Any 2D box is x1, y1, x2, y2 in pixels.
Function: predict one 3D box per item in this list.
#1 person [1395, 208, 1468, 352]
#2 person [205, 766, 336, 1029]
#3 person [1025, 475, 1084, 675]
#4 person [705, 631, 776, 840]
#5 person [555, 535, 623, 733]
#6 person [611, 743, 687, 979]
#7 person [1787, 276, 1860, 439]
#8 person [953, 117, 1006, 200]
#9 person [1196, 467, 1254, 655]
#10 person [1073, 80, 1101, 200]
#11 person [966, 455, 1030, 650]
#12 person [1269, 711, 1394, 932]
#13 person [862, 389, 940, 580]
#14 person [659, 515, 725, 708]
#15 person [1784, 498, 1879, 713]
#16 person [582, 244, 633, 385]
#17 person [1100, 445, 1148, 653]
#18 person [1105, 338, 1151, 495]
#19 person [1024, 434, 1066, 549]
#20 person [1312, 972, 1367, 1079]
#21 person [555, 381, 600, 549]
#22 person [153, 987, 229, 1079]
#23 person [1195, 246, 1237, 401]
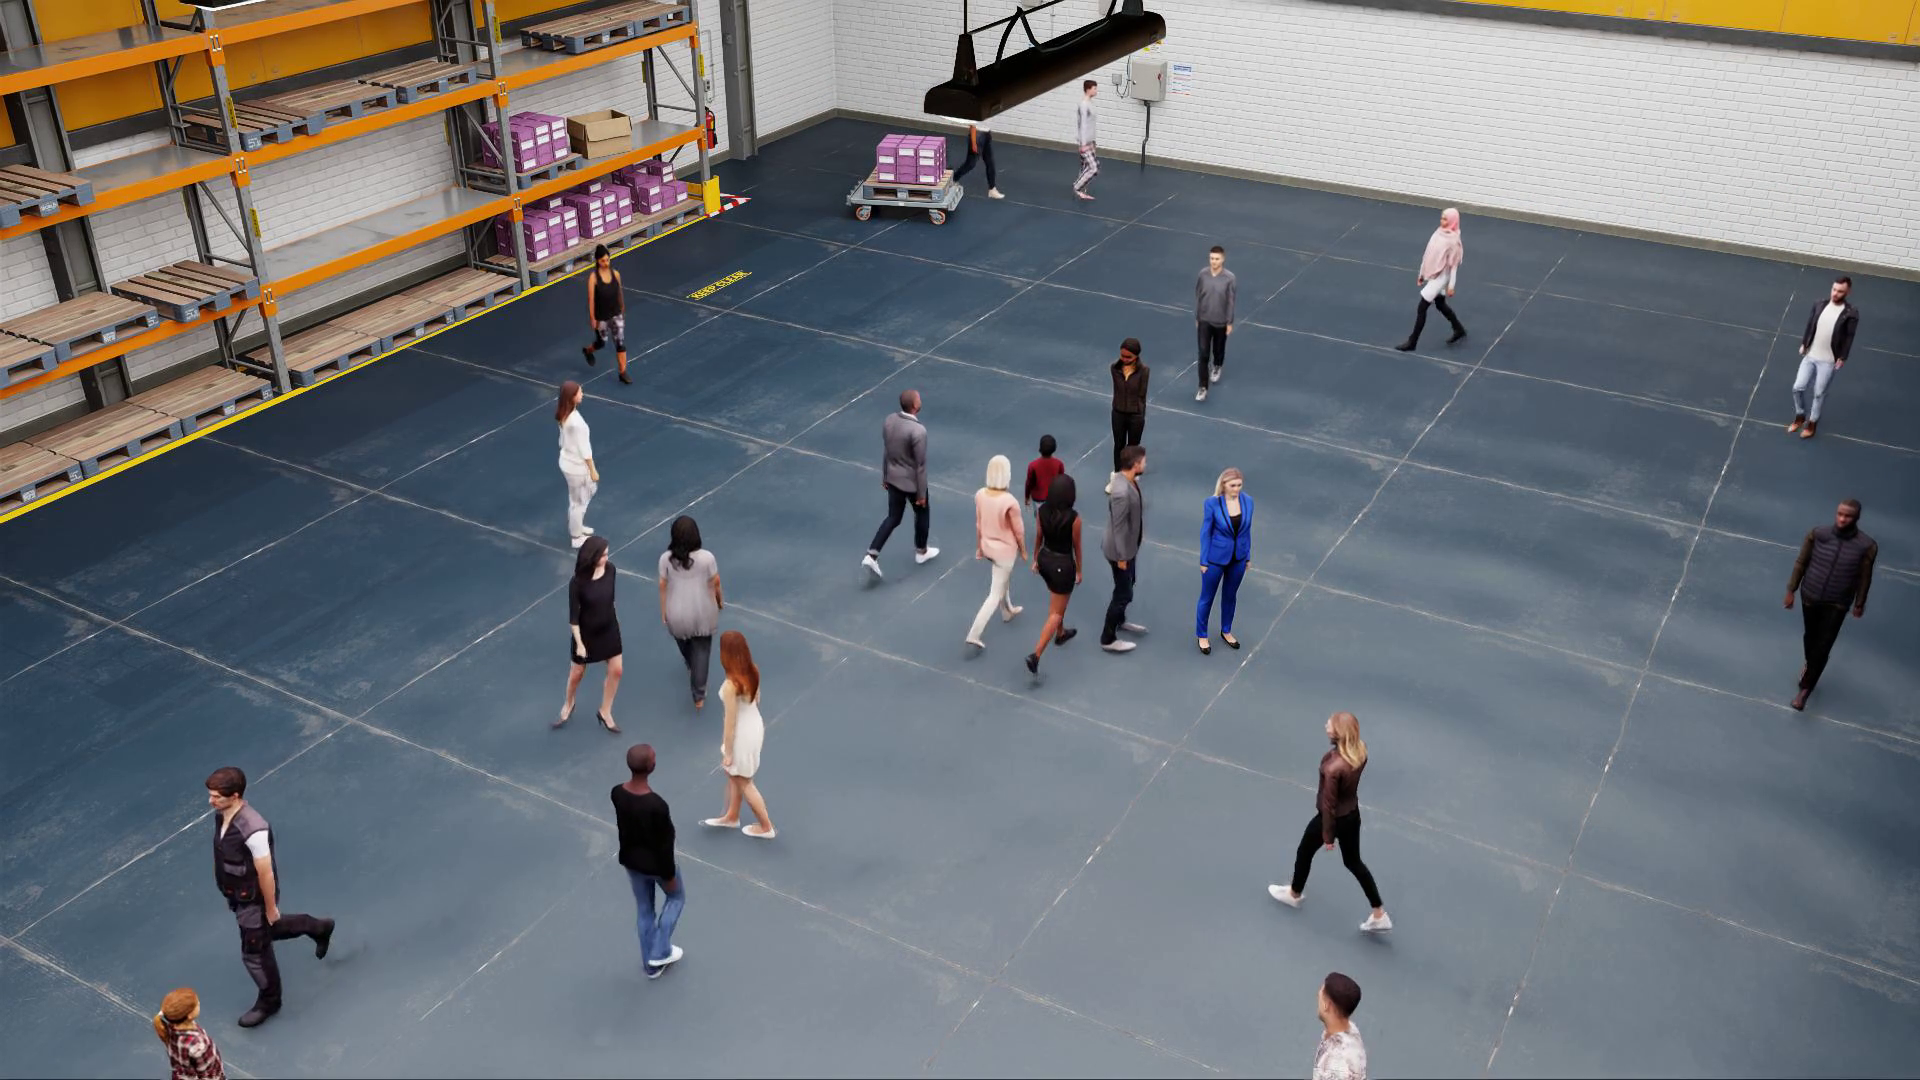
[{"bbox_3d":[5.851,-3.128,20.081,1.182,1.764,1.181,-5,29,-9],"label":"person"},{"bbox_3d":[-4.318,2.138,10.358,0.813,1.830,1.079,25,37,38],"label":"person"},{"bbox_3d":[0.755,0.311,13.835,0.763,1.707,1.189,19,34,31],"label":"person"},{"bbox_3d":[-1.527,1.414,11.841,0.764,1.679,0.780,9,30,15],"label":"person"},{"bbox_3d":[-2.883,0.744,12.981,0.837,1.764,0.922,-16,32,-26],"label":"person"},{"bbox_3d":[-2.019,2.091,10.539,0.620,1.738,0.572,13,31,23],"label":"person"},{"bbox_3d":[9.341,-1.994,17.940,0.706,1.822,0.752,-24,37,-37],"label":"person"},{"bbox_3d":[0.209,-6.135,25.583,0.729,1.773,1.113,17,33,29],"label":"person"},{"bbox_3d":[2.240,0.152,14.133,0.691,1.700,0.760,-8,30,-15],"label":"person"},{"bbox_3d":[1.860,-6.125,25.495,0.778,1.840,0.683,8,30,15],"label":"person"},{"bbox_3d":[0.289,0.130,14.187,0.752,1.688,1.168,23,36,36],"label":"person"},{"bbox_3d":[2.568,1.886,10.987,1.109,1.668,0.866,-25,38,-38],"label":"person"},{"bbox_3d":[-0.561,-0.478,15.204,0.896,1.782,1.207,24,37,37],"label":"person"},{"bbox_3d":[-2.182,0.602,13.445,0.985,1.568,1.143,-1,29,-2],"label":"person"},{"bbox_3d":[7.038,0.459,13.477,0.860,1.790,1.198,22,35,34],"label":"person"},{"bbox_3d":[-4.151,-2.638,19.310,1.043,1.641,0.891,-26,38,-38],"label":"person"},{"bbox_3d":[1.364,0.061,14.134,0.864,1.860,0.731,5,29,8],"label":"person"},{"bbox_3d":[1.703,-1.278,16.797,0.655,1.660,0.606,15,32,26],"label":"person"},{"bbox_3d":[0.818,-0.359,15.575,0.847,1.216,0.942,-5,29,-10],"label":"person"},{"bbox_3d":[1.986,3.114,8.623,0.950,1.778,0.707,-3,29,-5],"label":"person"},{"bbox_3d":[-3.696,-0.687,15.693,0.756,1.679,0.724,-13,31,-23],"label":"person"},{"bbox_3d":[-4.266,3.048,9.245,0.596,1.296,0.712,21,35,33],"label":"person"},{"bbox_3d":[2.916,-2.512,18.983,0.793,1.733,1.153,8,30,15],"label":"person"}]
